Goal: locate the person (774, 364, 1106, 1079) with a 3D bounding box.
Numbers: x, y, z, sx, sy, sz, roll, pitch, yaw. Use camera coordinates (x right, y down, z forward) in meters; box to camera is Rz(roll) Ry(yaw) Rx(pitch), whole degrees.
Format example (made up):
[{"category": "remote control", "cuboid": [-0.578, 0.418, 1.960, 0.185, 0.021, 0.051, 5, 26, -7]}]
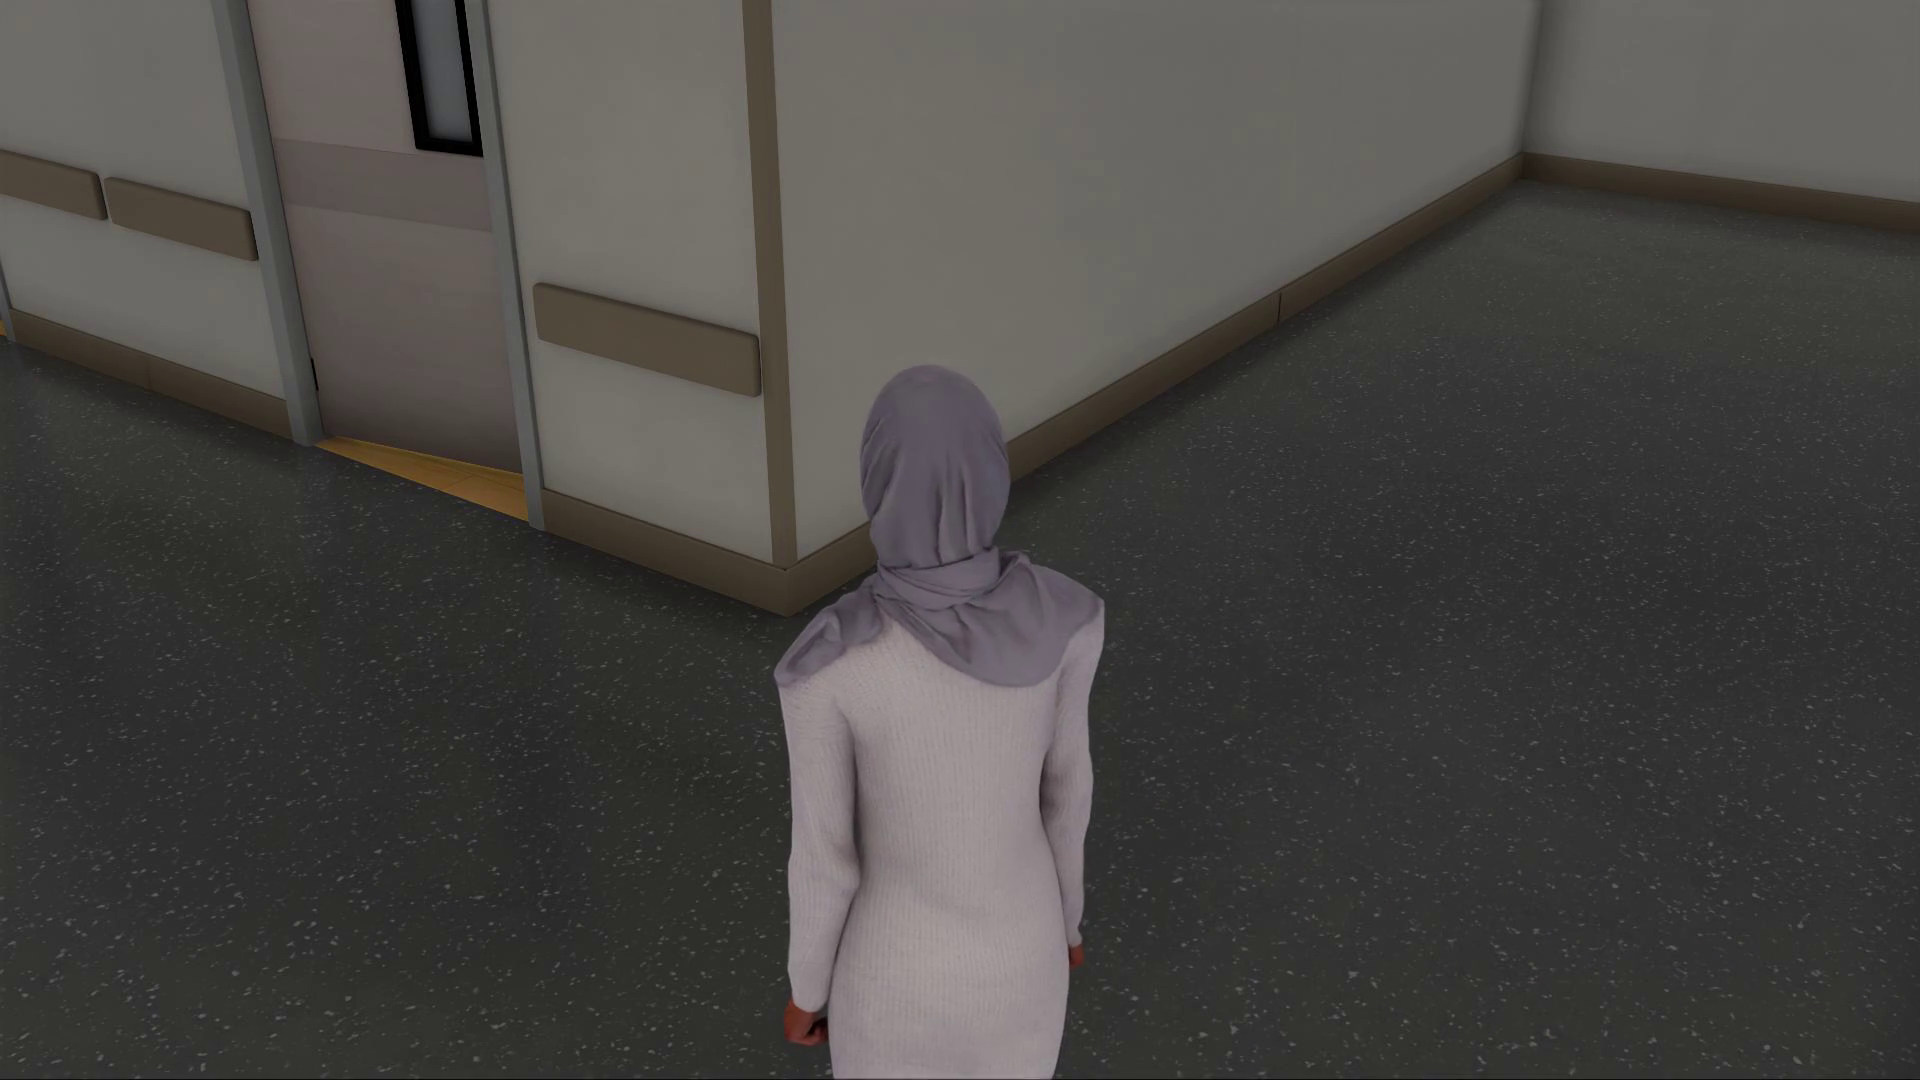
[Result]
[{"category": "person", "cuboid": [-0.019, 0.606, 2.366, 0.656, 1.775, 0.760, -10, 28, -20]}]
